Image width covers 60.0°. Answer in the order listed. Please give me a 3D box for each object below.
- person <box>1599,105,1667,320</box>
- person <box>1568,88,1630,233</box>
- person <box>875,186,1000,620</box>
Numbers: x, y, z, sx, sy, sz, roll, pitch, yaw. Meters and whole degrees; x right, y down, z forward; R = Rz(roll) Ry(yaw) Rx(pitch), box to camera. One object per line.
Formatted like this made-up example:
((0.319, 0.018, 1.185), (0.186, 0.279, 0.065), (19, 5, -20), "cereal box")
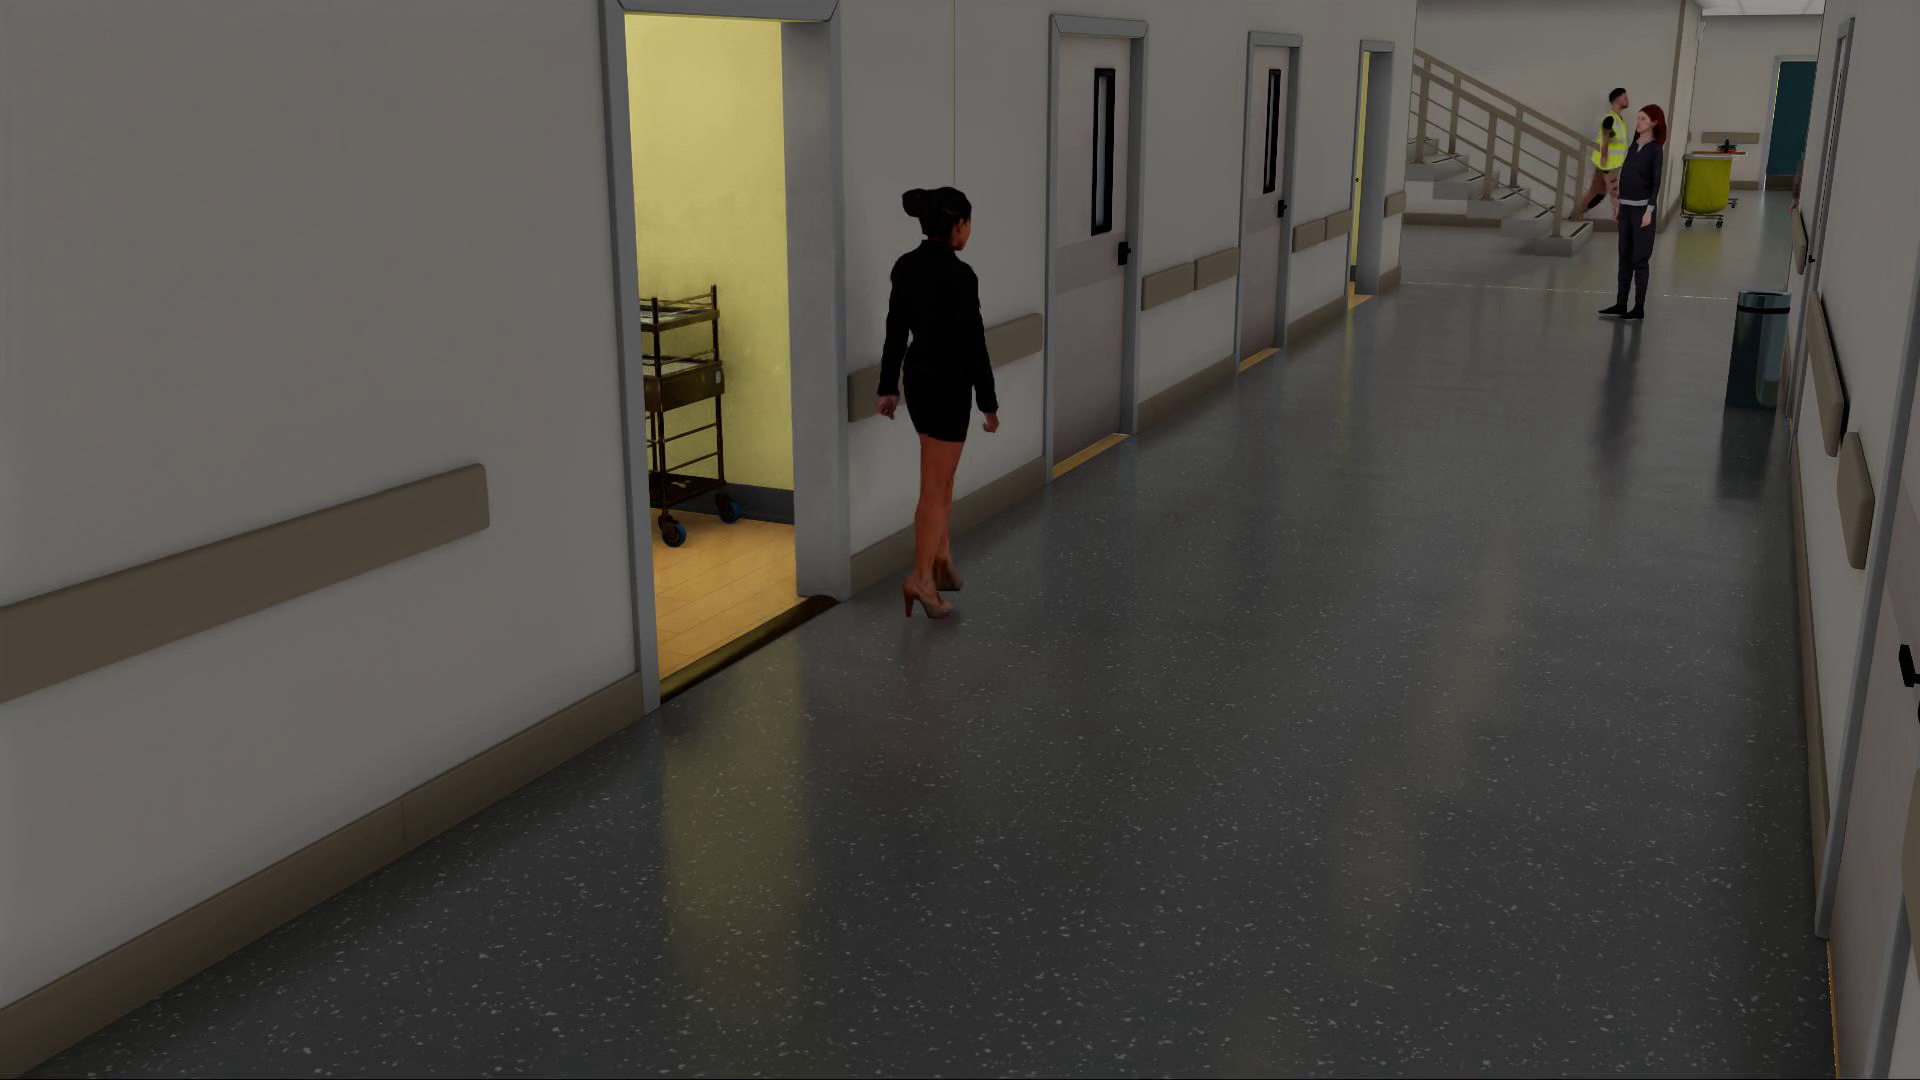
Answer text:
((5.742, -2.776, 14.094), (0.699, 1.778, 0.653), (-4, 16, -15), "person")
((8.354, -4.896, 21.552), (1.153, 1.812, 0.736), (6, 17, 21), "person")
((-0.146, -0.493, 6.297), (0.863, 1.616, 0.742), (-12, 20, -37), "person")
